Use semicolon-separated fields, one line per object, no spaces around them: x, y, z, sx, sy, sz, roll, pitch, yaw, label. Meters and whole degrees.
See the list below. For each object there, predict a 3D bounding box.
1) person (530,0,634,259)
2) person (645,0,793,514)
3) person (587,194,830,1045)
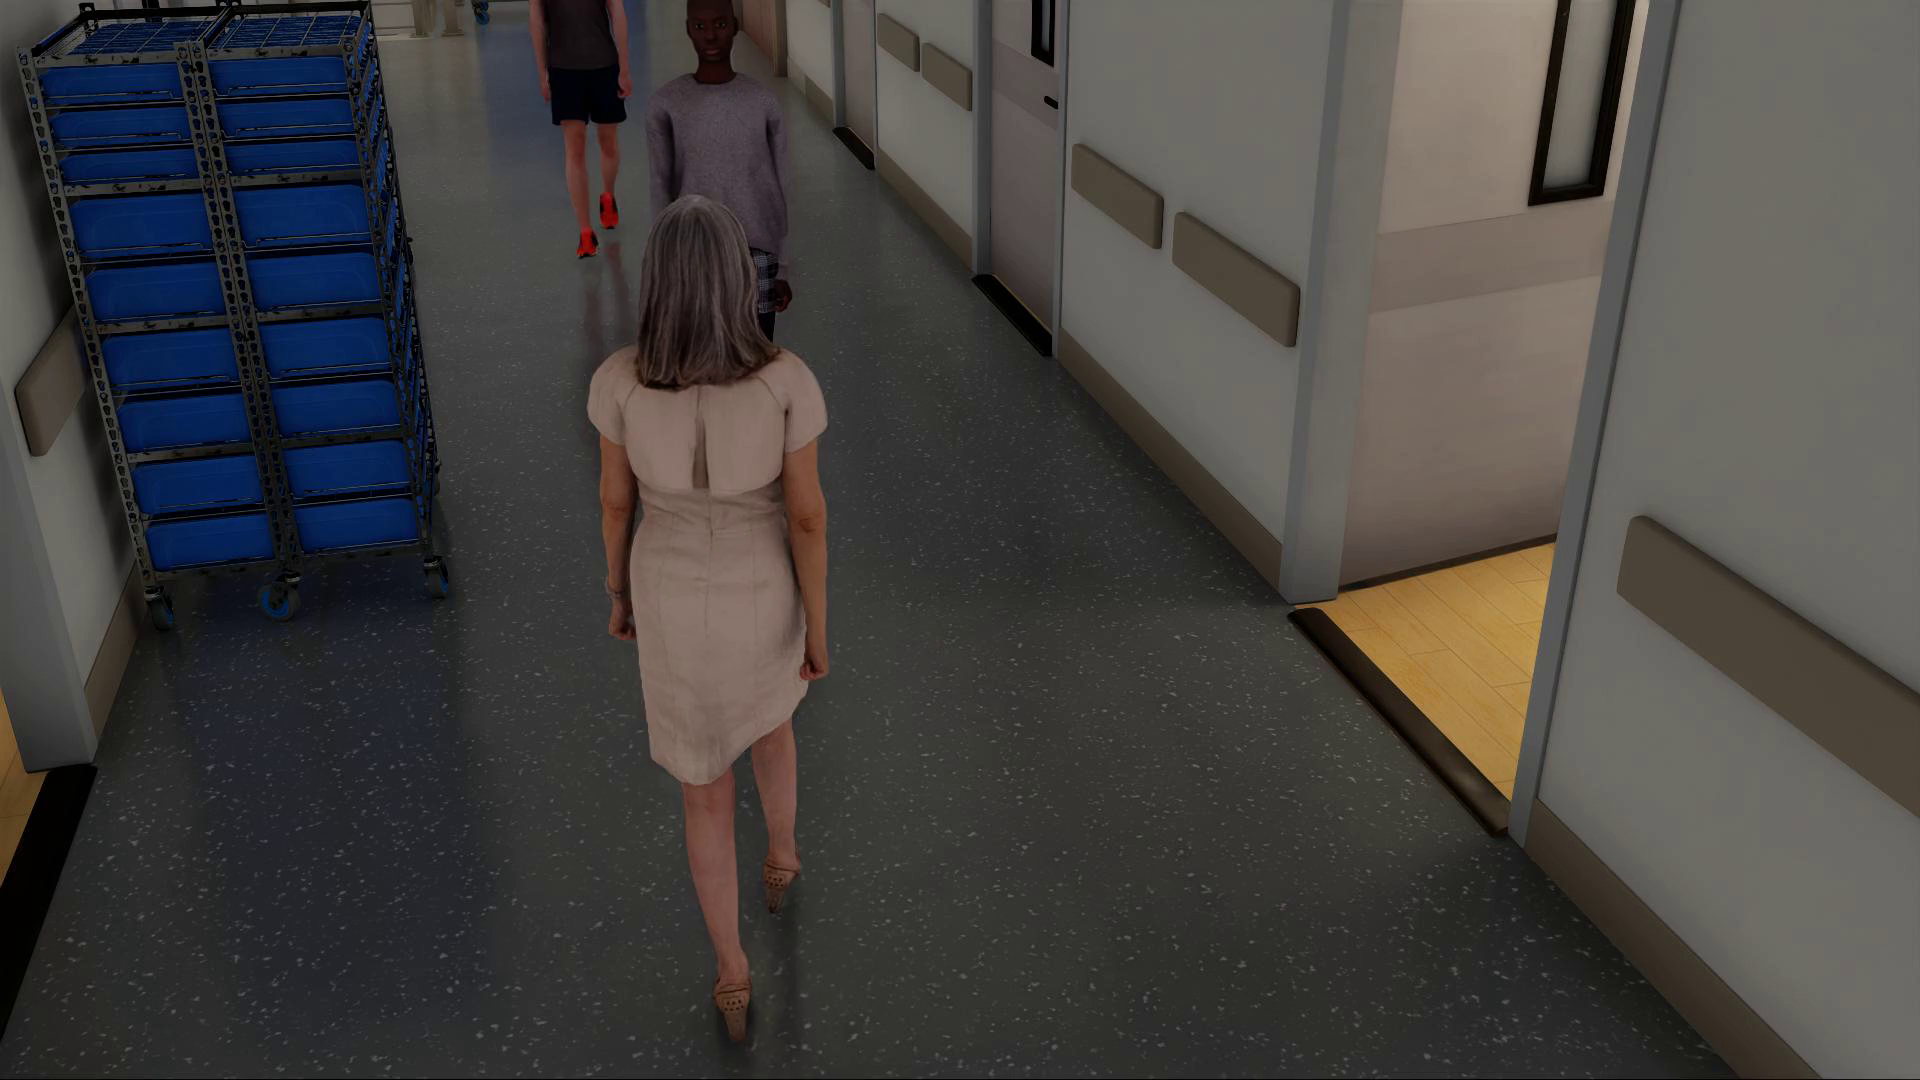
-1.928;-2.438;8.641;0.693;1.812;1.167;-5;26;-10;person
-0.794;-0.935;5.571;0.613;1.771;0.524;-6;26;-12;person
-0.464;0.227;3.226;0.693;1.714;0.901;-3;26;-6;person
